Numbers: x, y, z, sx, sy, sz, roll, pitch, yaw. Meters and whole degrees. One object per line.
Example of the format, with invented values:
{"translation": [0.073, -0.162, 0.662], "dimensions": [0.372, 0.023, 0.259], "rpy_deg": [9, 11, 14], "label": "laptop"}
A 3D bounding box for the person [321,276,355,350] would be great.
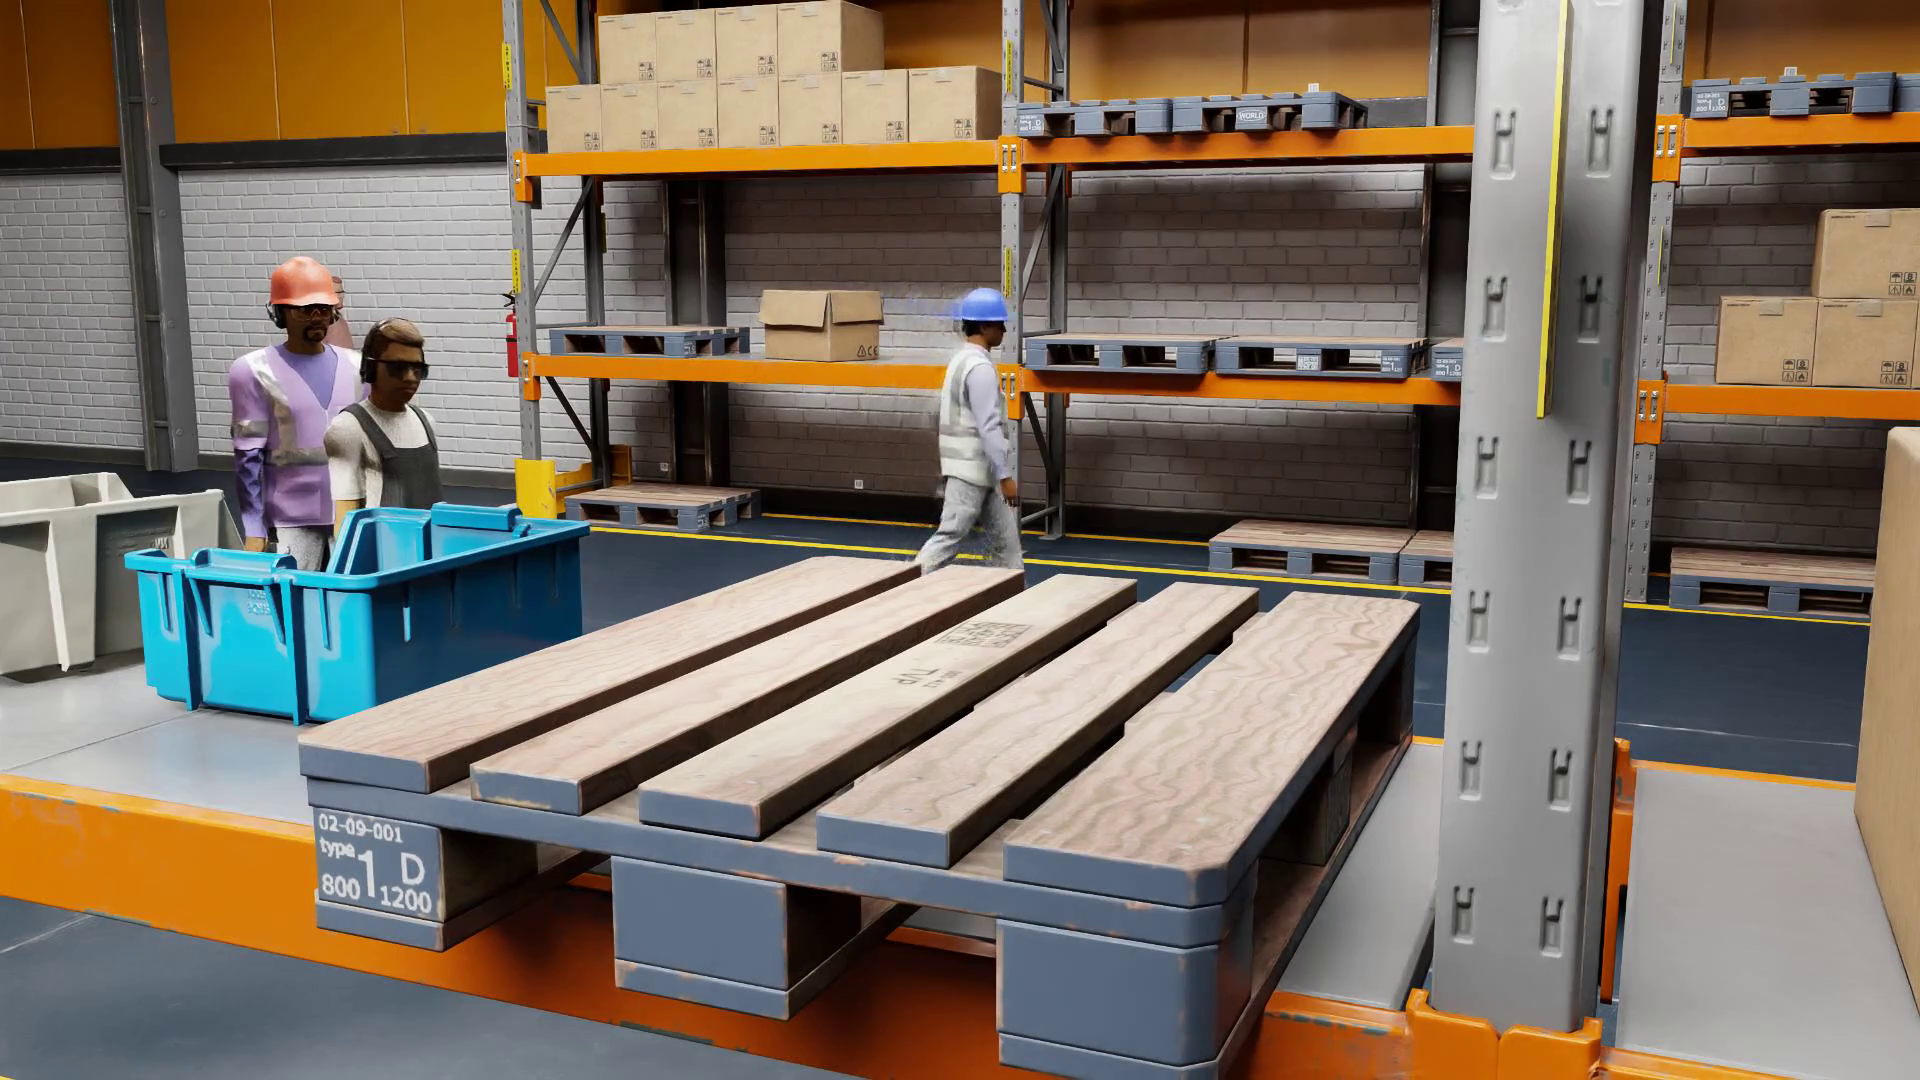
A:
{"translation": [-5.531, -1.371, 14.696], "dimensions": [0.403, 1.904, 0.652], "rpy_deg": [0, 9, -2], "label": "person"}

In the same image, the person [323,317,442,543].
{"translation": [-1.916, 0.170, 5.657], "dimensions": [0.347, 1.840, 0.505], "rpy_deg": [3, 10, 17], "label": "person"}

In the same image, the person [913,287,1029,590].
{"translation": [0.032, -0.373, 8.754], "dimensions": [1.031, 1.906, 0.601], "rpy_deg": [-1, 10, -4], "label": "person"}

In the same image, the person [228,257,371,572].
{"translation": [-2.589, -0.107, 6.705], "dimensions": [0.373, 2.043, 0.615], "rpy_deg": [8, 12, 39], "label": "person"}
